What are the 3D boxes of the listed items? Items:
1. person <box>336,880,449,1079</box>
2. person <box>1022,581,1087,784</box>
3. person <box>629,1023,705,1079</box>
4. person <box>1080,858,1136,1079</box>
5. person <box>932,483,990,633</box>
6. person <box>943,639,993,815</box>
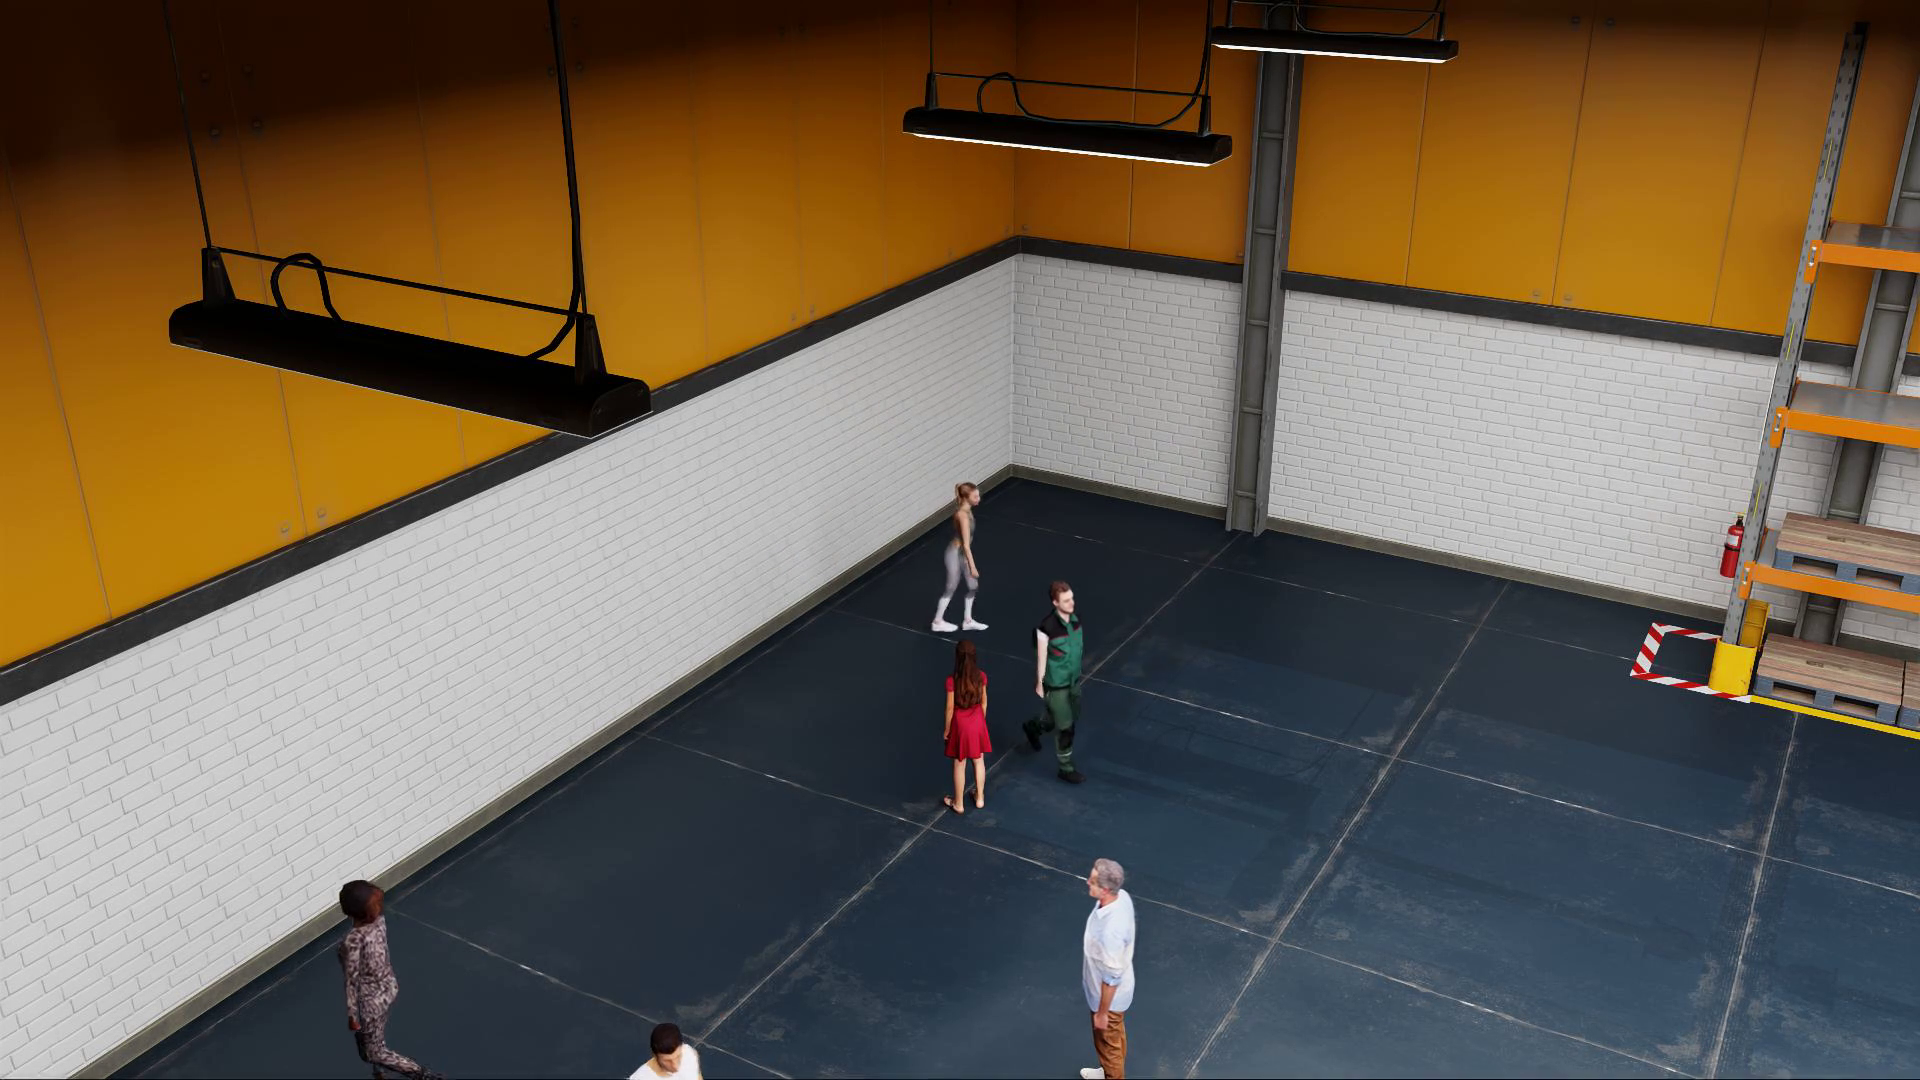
[{"bbox_3d":[-3.583,2.877,10.350,0.987,1.701,0.774,4,24,9],"label":"person"},{"bbox_3d":[0.798,1.165,14.113,1.055,1.824,0.782,21,31,39],"label":"person"},{"bbox_3d":[-1.667,3.324,9.253,0.758,1.760,0.766,18,30,36],"label":"person"},{"bbox_3d":[0.932,2.785,10.406,0.704,1.825,0.758,3,24,7],"label":"person"},{"bbox_3d":[-0.087,0.191,16.551,0.914,1.656,0.788,-1,24,-3],"label":"person"},{"bbox_3d":[0.054,1.515,13.650,0.678,1.553,0.738,-10,25,-21],"label":"person"}]
